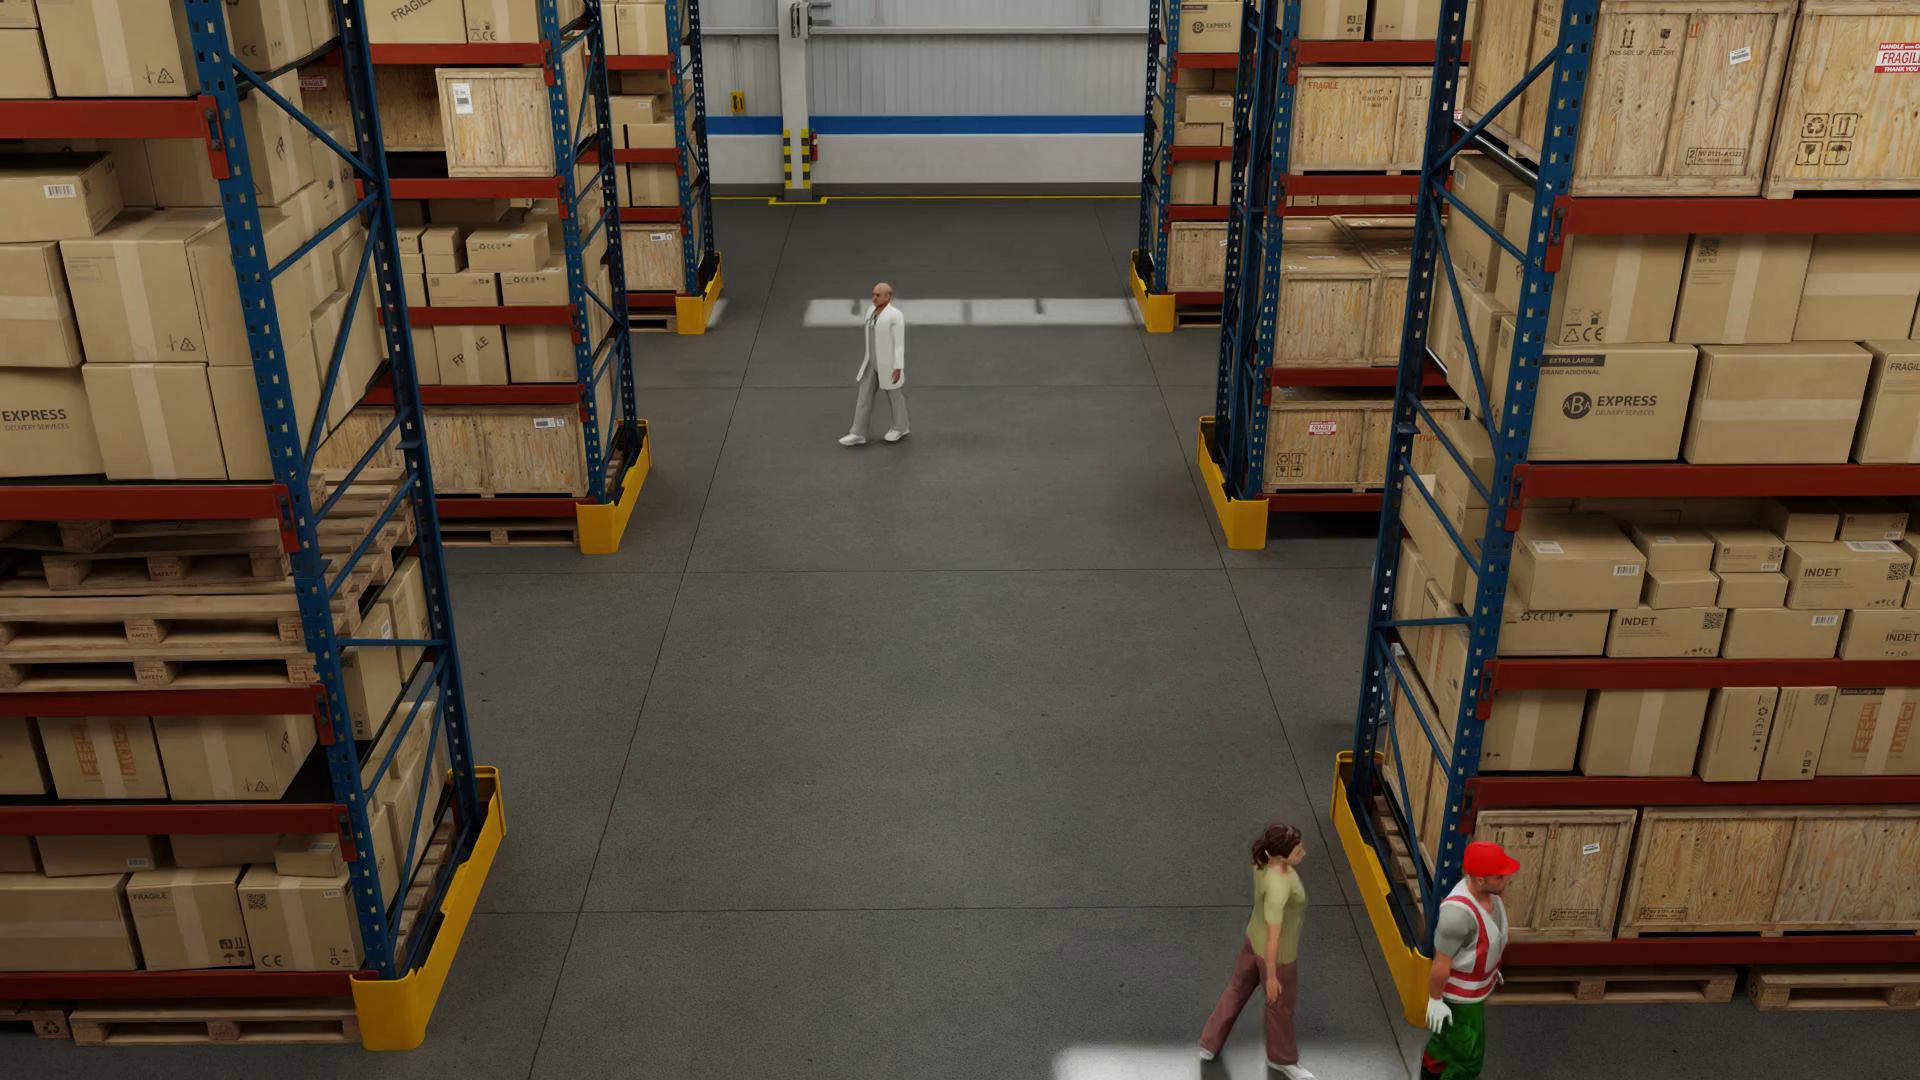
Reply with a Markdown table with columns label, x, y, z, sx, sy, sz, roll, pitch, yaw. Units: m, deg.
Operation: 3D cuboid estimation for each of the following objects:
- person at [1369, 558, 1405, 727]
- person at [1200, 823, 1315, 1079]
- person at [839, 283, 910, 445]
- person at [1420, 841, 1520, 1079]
| label | x | y | z | sx | sy | sz | roll | pitch | yaw |
| --- | --- | --- | --- | --- | --- | --- | --- | --- | --- |
| person | 3.316 | 0.656 | 12.444 | 0.377 | 1.795 | 0.540 | -13 | 28 | -26 |
| person | 1.682 | 2.262 | 9.164 | 0.609 | 1.670 | 0.617 | -3 | 25 | -7 |
| person | -0.890 | -1.859 | 17.841 | 0.597 | 1.766 | 0.882 | 20 | 32 | 36 |
| person | 2.701 | 2.375 | 8.760 | 0.439 | 1.816 | 0.569 | 17 | 30 | 32 |
